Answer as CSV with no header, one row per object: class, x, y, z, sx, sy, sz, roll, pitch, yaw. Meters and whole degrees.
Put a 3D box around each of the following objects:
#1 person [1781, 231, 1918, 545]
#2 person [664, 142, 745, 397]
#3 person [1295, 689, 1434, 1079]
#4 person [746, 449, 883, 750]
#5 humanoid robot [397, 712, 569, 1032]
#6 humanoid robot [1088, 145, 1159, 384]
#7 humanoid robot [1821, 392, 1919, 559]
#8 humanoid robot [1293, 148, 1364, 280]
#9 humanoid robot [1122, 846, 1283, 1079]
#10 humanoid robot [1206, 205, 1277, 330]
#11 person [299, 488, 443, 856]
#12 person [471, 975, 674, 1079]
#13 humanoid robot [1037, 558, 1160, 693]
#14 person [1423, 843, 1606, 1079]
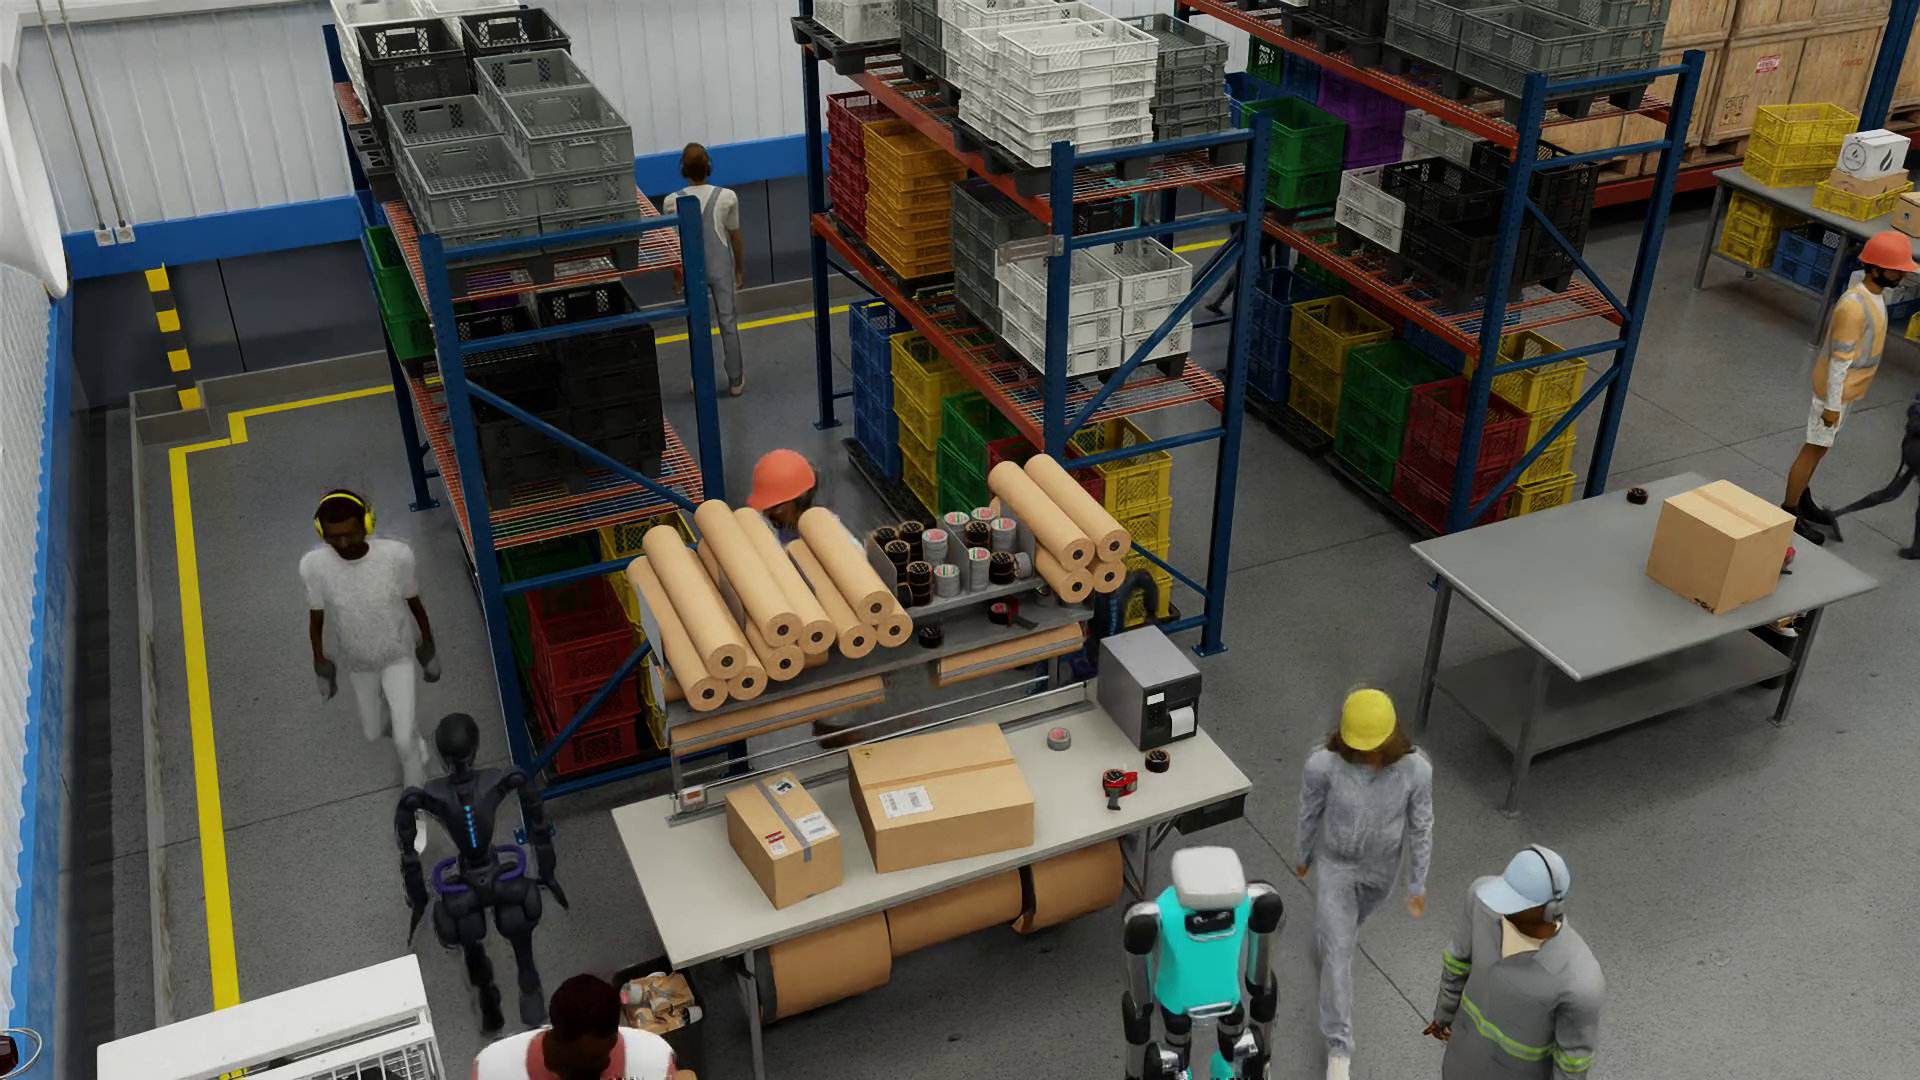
person,5.241,-0.907,9.852,0.358,1.939,0.543,22,38,31
person,-1.740,-1.830,11.439,0.505,1.846,0.346,-8,32,-12
person,1.565,1.276,6.533,0.491,1.685,0.882,0,32,-1
person,-0.663,0.476,7.540,0.522,2.009,0.626,-25,40,-35
humanoid robot,-1.833,1.390,6.411,0.608,1.651,0.668,-11,33,-18
humanoid robot,1.126,-1.861,11.588,0.546,1.734,0.996,-5,32,-8
humanoid robot,5.586,-0.641,9.712,0.718,1.629,0.608,15,35,23
humanoid robot,2.981,-2.801,13.165,0.791,1.815,0.545,20,37,29
humanoid robot,0.857,1.935,5.468,0.546,1.820,0.899,-6,32,-9
humanoid robot,2.198,-2.405,12.559,0.462,1.651,0.601,-15,34,-22
person,-2.682,0.514,7.646,0.560,1.837,0.776,-6,32,-10
person,-1.161,2.026,5.148,0.635,1.893,0.485,-7,32,-11
humanoid robot,0.655,0.635,7.621,0.584,1.638,0.608,-9,33,-14
person,1.799,1.750,5.619,0.387,1.850,0.599,-15,35,-23
